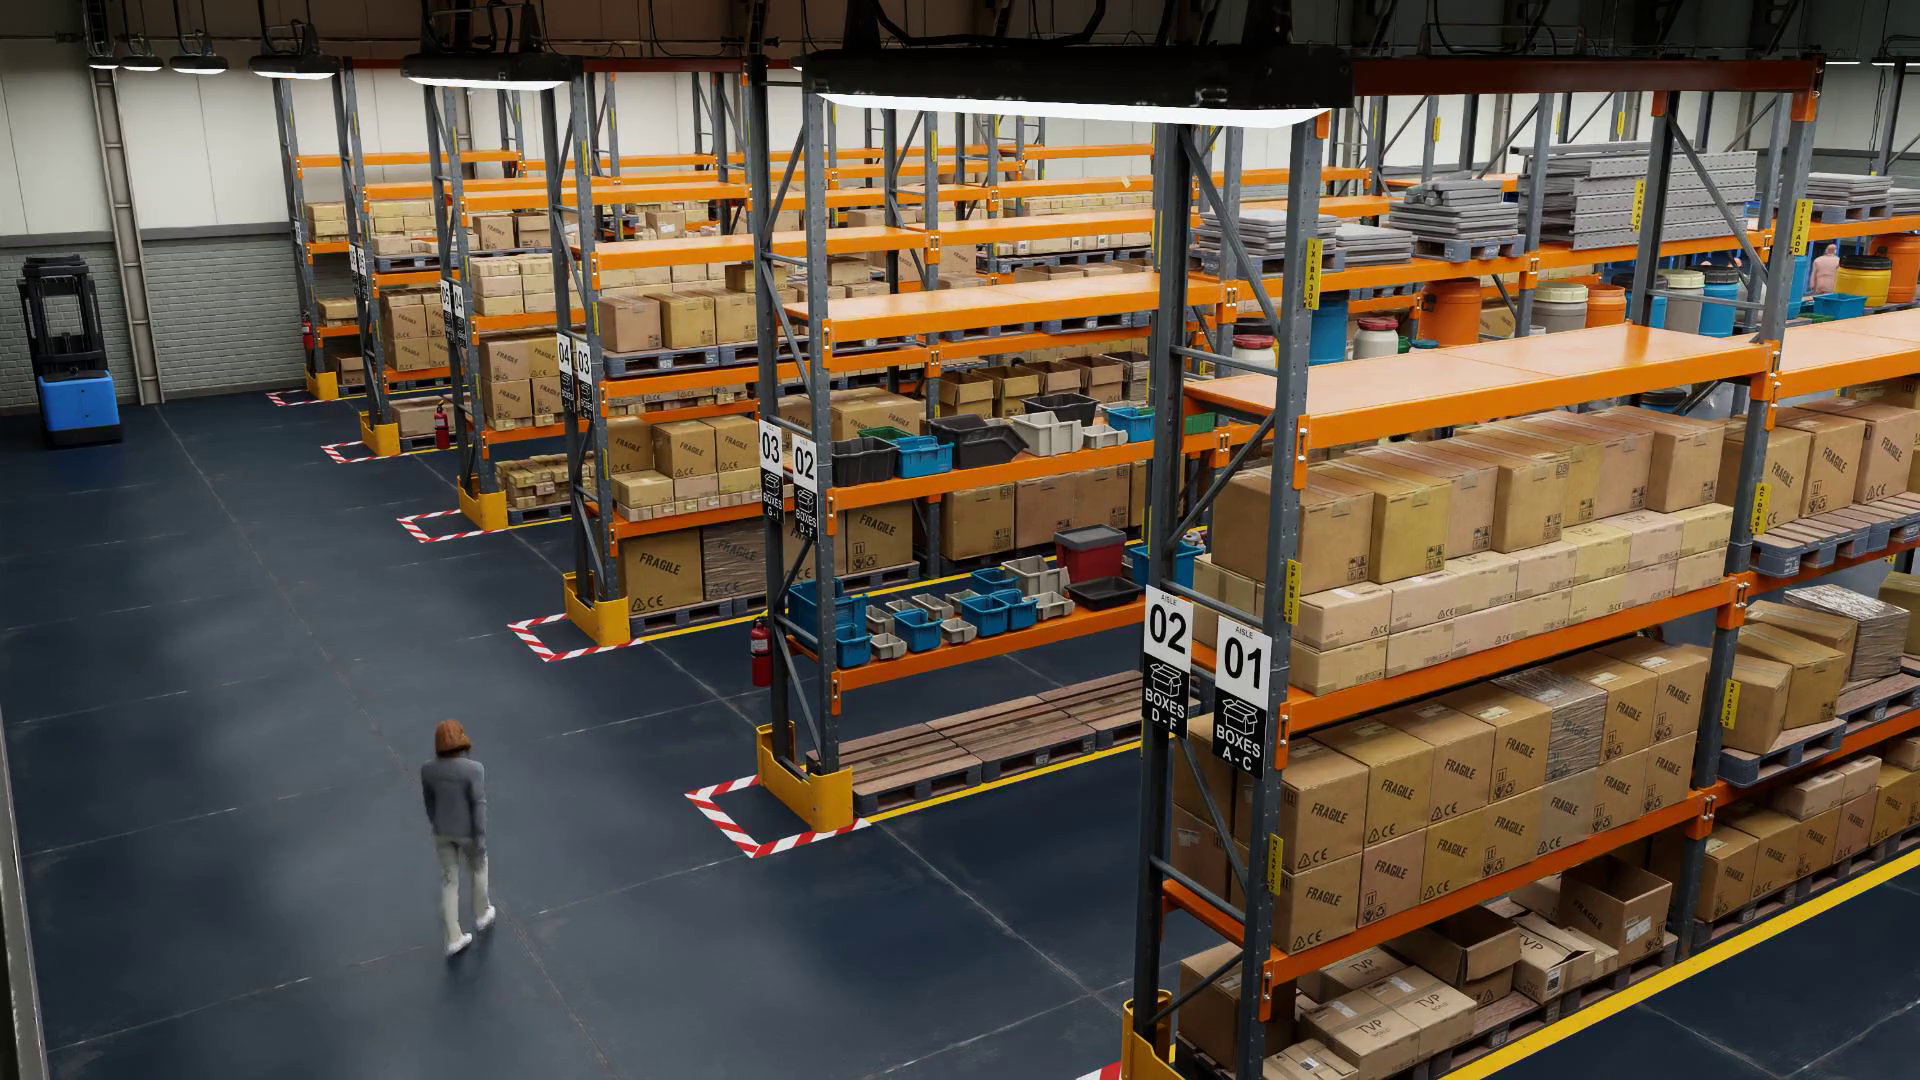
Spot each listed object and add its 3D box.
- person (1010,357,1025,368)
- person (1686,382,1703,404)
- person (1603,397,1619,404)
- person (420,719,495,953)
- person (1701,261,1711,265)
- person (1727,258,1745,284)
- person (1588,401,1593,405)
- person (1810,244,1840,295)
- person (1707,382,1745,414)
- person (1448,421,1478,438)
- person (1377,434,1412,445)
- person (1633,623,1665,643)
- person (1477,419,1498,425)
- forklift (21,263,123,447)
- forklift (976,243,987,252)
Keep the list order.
[{"bbox_3d":[0.887,-1.916,23.827,0.320,1.693,0.531,-1,17,-2],"label":"person"},{"bbox_3d":[13.230,-3.469,28.334,0.607,2.039,0.395,-15,22,-39],"label":"person"},{"bbox_3d":[11.777,-3.398,28.213,0.606,1.975,0.813,-3,17,-9],"label":"person"},{"bbox_3d":[-3.507,2.036,11.023,0.514,1.581,0.698,2,17,8],"label":"person"},{"bbox_3d":[15.549,-4.882,33.143,0.552,1.932,0.377,2,17,6],"label":"person"},{"bbox_3d":[16.471,-5.054,33.724,0.405,1.928,0.579,-5,18,-17],"label":"person"},{"bbox_3d":[11.124,-3.299,28.170,0.520,1.813,0.754,-5,18,-16],"label":"person"},{"bbox_3d":[20.088,-5.895,36.554,0.664,1.889,0.550,16,23,43],"label":"person"},{"bbox_3d":[13.493,-3.148,27.519,0.584,1.905,0.790,-14,22,-38],"label":"person"},{"bbox_3d":[7.076,-1.521,22.244,0.326,1.865,0.519,-9,19,-27],"label":"person"},{"bbox_3d":[5.366,-0.639,19.462,0.924,1.806,0.623,-8,19,-25],"label":"person"},{"bbox_3d":[5.726,1.371,13.189,0.714,1.605,0.507,-12,21,-35],"label":"person"},{"bbox_3d":[6.330,-0.551,18.927,1.019,1.948,0.615,-9,19,-27],"label":"person"},{"bbox_3d":[-14.518,-3.079,25.708,1.129,2.768,1.873,-10,20,-31],"label":"forklift"},{"bbox_3d":[0.988,-5.474,34.718,1.214,2.155,2.313,-10,20,-31],"label":"forklift"}]
